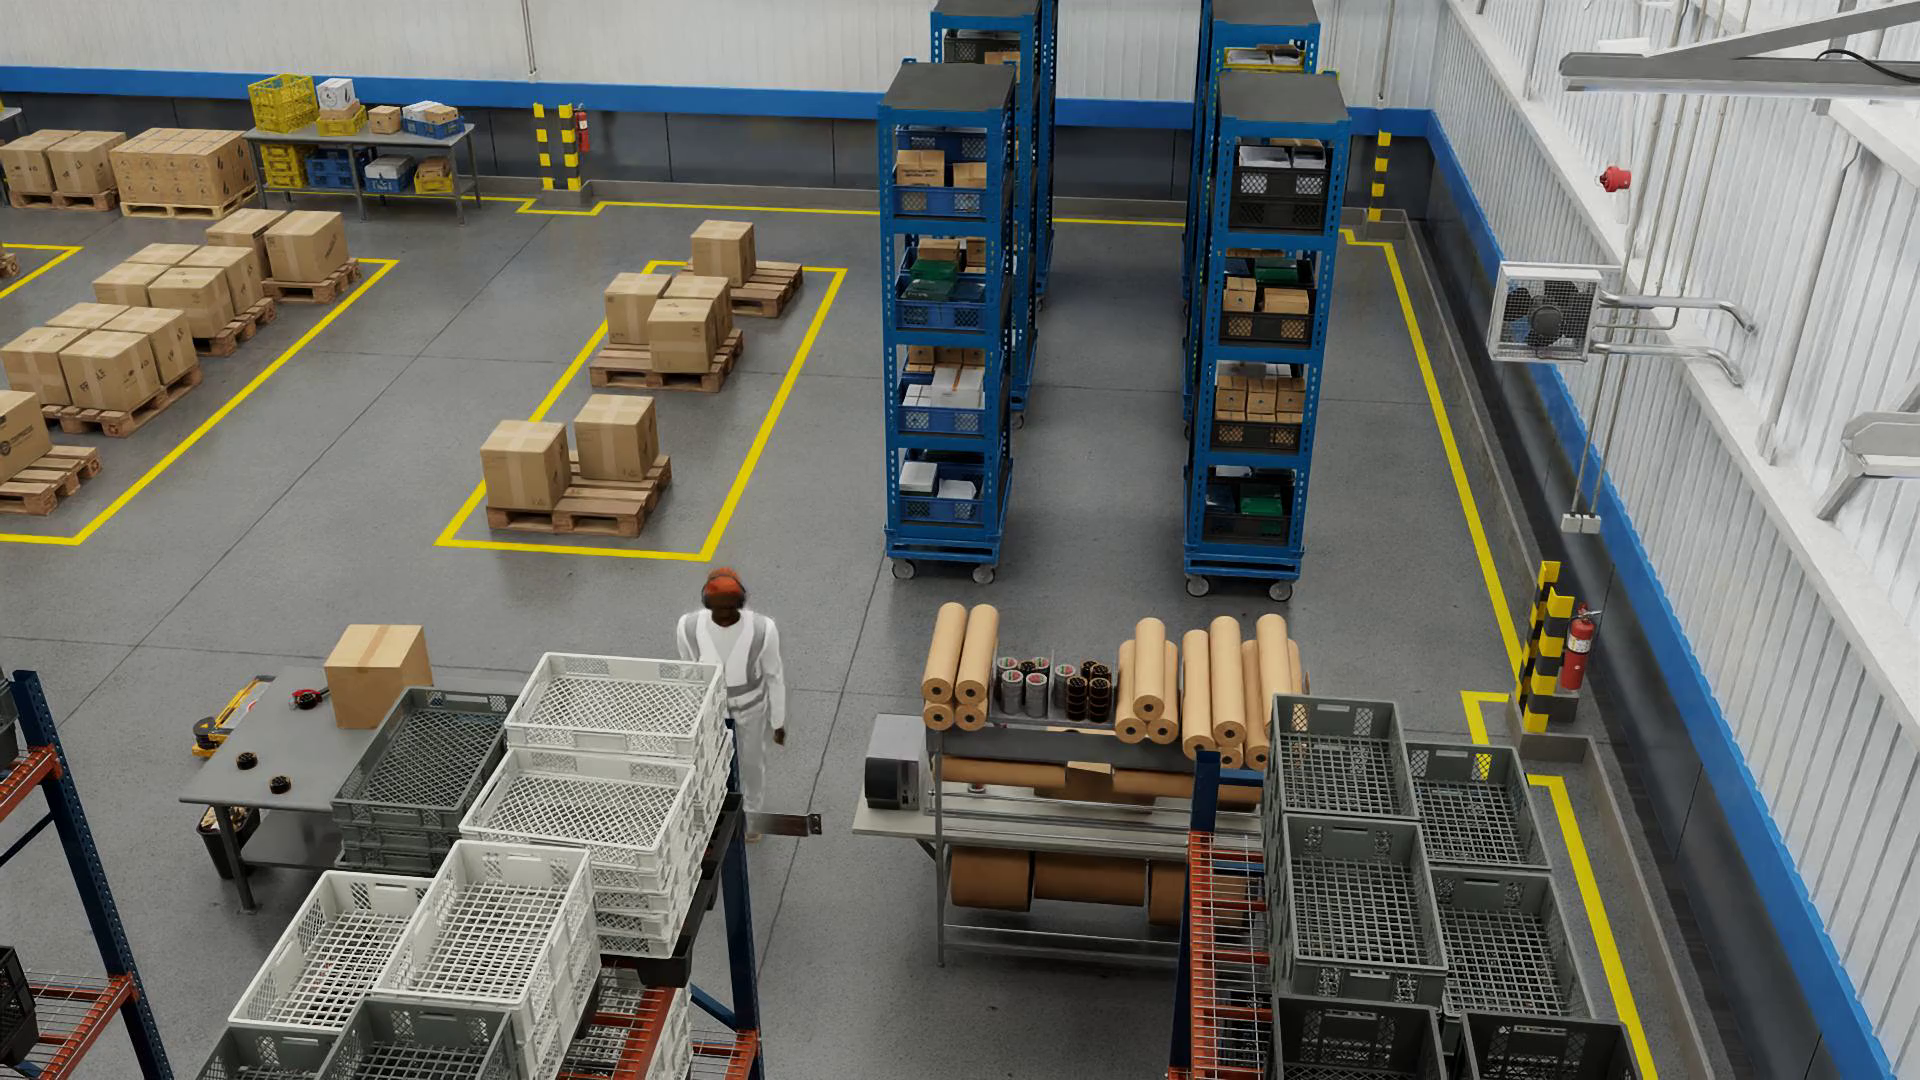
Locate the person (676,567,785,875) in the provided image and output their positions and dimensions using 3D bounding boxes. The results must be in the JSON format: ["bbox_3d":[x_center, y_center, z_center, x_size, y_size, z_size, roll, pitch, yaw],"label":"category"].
[{"bbox_3d":[-1.282,1.004,9.370,0.587,1.879,0.558,-1,30,-1],"label":"person"}]

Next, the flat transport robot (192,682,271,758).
[{"bbox_3d":[-4.089,1.163,10.648,1.431,0.197,0.652,3,30,6],"label":"flat transport robot"}]
